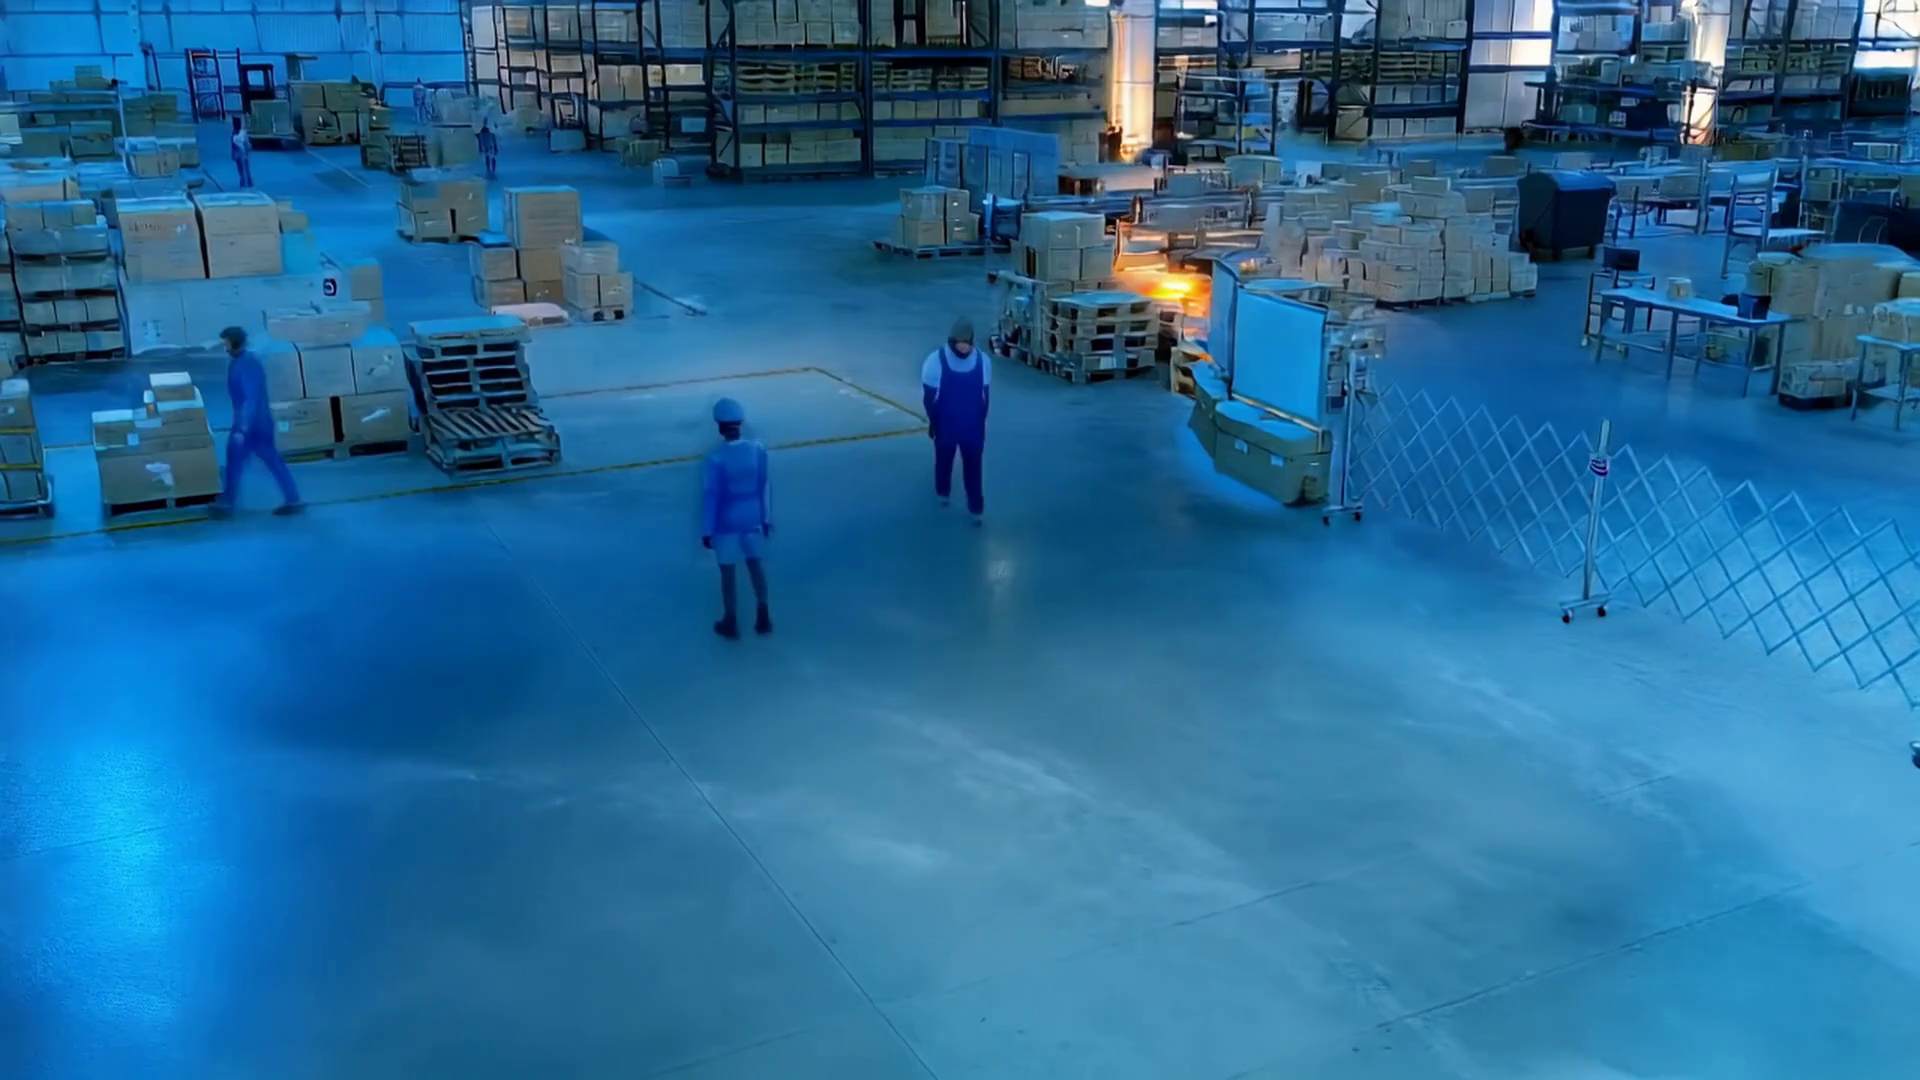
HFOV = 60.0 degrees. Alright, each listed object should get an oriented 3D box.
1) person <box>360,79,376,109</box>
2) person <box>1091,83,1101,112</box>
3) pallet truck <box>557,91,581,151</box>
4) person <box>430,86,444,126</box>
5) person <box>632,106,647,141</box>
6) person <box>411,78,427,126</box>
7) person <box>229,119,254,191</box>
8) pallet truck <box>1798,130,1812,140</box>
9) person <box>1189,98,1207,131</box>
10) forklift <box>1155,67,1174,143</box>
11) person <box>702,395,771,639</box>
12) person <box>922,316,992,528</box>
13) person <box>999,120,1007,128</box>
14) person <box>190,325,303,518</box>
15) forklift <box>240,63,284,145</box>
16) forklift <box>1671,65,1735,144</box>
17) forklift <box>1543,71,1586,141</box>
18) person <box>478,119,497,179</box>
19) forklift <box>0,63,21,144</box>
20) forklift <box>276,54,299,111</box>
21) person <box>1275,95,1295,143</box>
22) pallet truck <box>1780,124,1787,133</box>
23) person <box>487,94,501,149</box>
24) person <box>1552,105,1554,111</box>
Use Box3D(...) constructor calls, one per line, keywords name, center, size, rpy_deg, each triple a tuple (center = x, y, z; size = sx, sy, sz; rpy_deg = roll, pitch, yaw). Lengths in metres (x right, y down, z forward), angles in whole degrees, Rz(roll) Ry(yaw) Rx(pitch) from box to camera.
Box3D(name="person", center=(-24.131, -17.730, 67.634), size=(0.648, 1.944, 1.038), rpy_deg=(6, 19, 18))
Box3D(name="person", center=(5.636, -17.753, 67.962), size=(0.597, 1.792, 0.945), rpy_deg=(-12, 21, -33))
Box3D(name="pallet truck", center=(-13.495, -14.412, 57.188), size=(0.823, 1.965, 1.885), rpy_deg=(-3, 18, -9))
Box3D(name="person", center=(-21.766, -18.065, 69.168), size=(0.520, 1.623, 0.539), rpy_deg=(-16, 24, -40))
Box3D(name="person", center=(-11.533, -15.374, 60.291), size=(0.829, 1.932, 0.635), rpy_deg=(-13, 22, -36))
Box3D(name="person", center=(-22.598, -18.243, 69.301), size=(0.520, 1.933, 0.661), rpy_deg=(9, 20, 26))
Box3D(name="person", center=(-19.302, -10.340, 44.647), size=(0.588, 1.908, 0.392), rpy_deg=(7, 19, 22))
Box3D(name="pallet truck", center=(25.526, -11.556, 49.408), size=(1.630, 1.274, 0.653), rpy_deg=(-9, 20, -26))
Box3D(name="person", center=(8.853, -15.802, 61.789), size=(0.691, 1.832, 1.028), rpy_deg=(-2, 18, -5))
Box3D(name="forklift", center=(6.308, -14.449, 55.880), size=(1.873, 2.768, 1.129), rpy_deg=(-9, 20, -26))
Box3D(name="person", center=(-1.733, -0.166, 12.879), size=(0.553, 1.936, 0.370), rpy_deg=(-12, 21, -32))
Box3D(name="person", center=(-0.024, -1.201, 15.931), size=(0.684, 2.000, 1.036), rpy_deg=(-3, 18, -10))
Box3D(name="person", center=(1.187, -11.097, 47.357), size=(0.569, 1.671, 0.546), rpy_deg=(-9, 20, -25))
Box3D(name="person", center=(-6.890, -1.099, 15.875), size=(1.035, 1.881, 0.640), rpy_deg=(-10, 20, -28))
Box3D(name="forklift", center=(-25.189, -15.695, 59.765), size=(1.129, 2.768, 1.873), rpy_deg=(-9, 20, -27))
Box3D(name="forklift", center=(26.111, -15.145, 58.051), size=(1.873, 2.768, 1.129), rpy_deg=(-9, 20, -26))
Box3D(name="forklift", center=(18.685, -13.231, 52.085), size=(1.873, 2.768, 1.129), rpy_deg=(-9, 20, -26))
Box3D(name="person", center=(-13.569, -11.236, 47.791), size=(0.539, 1.687, 0.369), rpy_deg=(-1, 18, -5))
Box3D(name="forklift", center=(-34.572, -15.629, 59.561), size=(1.129, 2.768, 1.873), rpy_deg=(-12, 22, -34))
Box3D(name="forklift", center=(-28.267, -19.158, 70.562), size=(1.873, 2.768, 1.129), rpy_deg=(-9, 20, -26))
Box3D(name="person", center=(11.754, -15.199, 60.075), size=(0.869, 1.735, 0.544), rpy_deg=(-5, 18, -15))
Box3D(name="pallet truck", center=(25.206, -12.542, 52.601), size=(1.601, 1.201, 0.680), rpy_deg=(0, 18, -2))
Box3D(name="person", center=(-16.219, -14.530, 57.769), size=(0.709, 1.873, 0.413), rpy_deg=(14, 22, 36))
Box3D(name="person", center=(19.332, -13.440, 54.719), size=(0.605, 1.670, 0.339), rpy_deg=(16, 24, 40))
